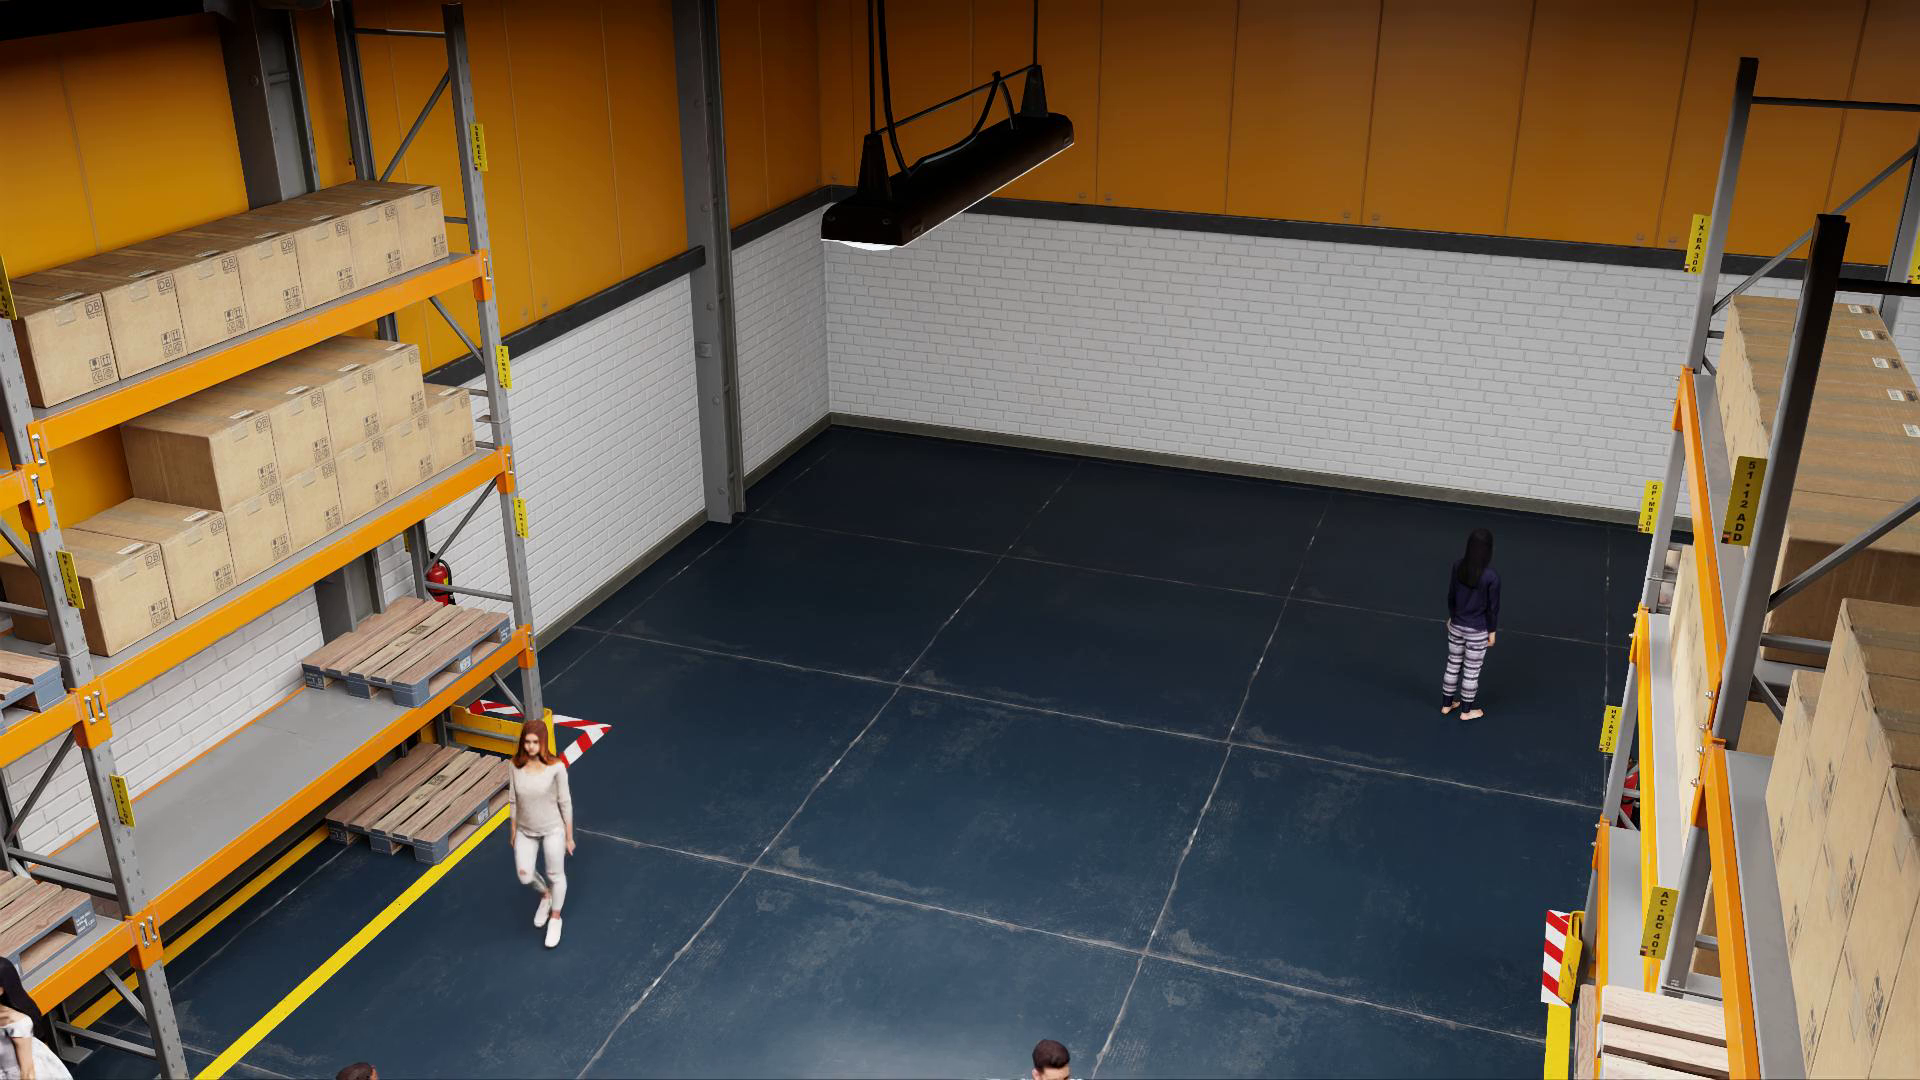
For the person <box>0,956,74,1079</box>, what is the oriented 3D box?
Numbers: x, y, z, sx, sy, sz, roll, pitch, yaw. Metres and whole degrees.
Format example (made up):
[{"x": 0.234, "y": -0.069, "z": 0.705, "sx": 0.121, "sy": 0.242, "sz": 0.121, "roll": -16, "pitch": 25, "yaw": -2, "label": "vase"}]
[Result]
[{"x": -4.982, "y": 2.964, "z": 8.930, "sx": 0.803, "sy": 1.769, "sz": 0.777, "roll": -18, "pitch": 29, "yaw": -35, "label": "person"}]

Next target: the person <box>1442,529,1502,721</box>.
[{"x": 4.334, "y": 0.708, "z": 14.135, "sx": 0.682, "sy": 1.734, "sz": 0.686, "roll": -19, "pitch": 30, "yaw": -37, "label": "person"}]

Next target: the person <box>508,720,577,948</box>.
[{"x": -2.839, "y": 1.937, "z": 11.368, "sx": 0.702, "sy": 1.699, "sz": 0.736, "roll": 2, "pitch": 24, "yaw": 6, "label": "person"}]
